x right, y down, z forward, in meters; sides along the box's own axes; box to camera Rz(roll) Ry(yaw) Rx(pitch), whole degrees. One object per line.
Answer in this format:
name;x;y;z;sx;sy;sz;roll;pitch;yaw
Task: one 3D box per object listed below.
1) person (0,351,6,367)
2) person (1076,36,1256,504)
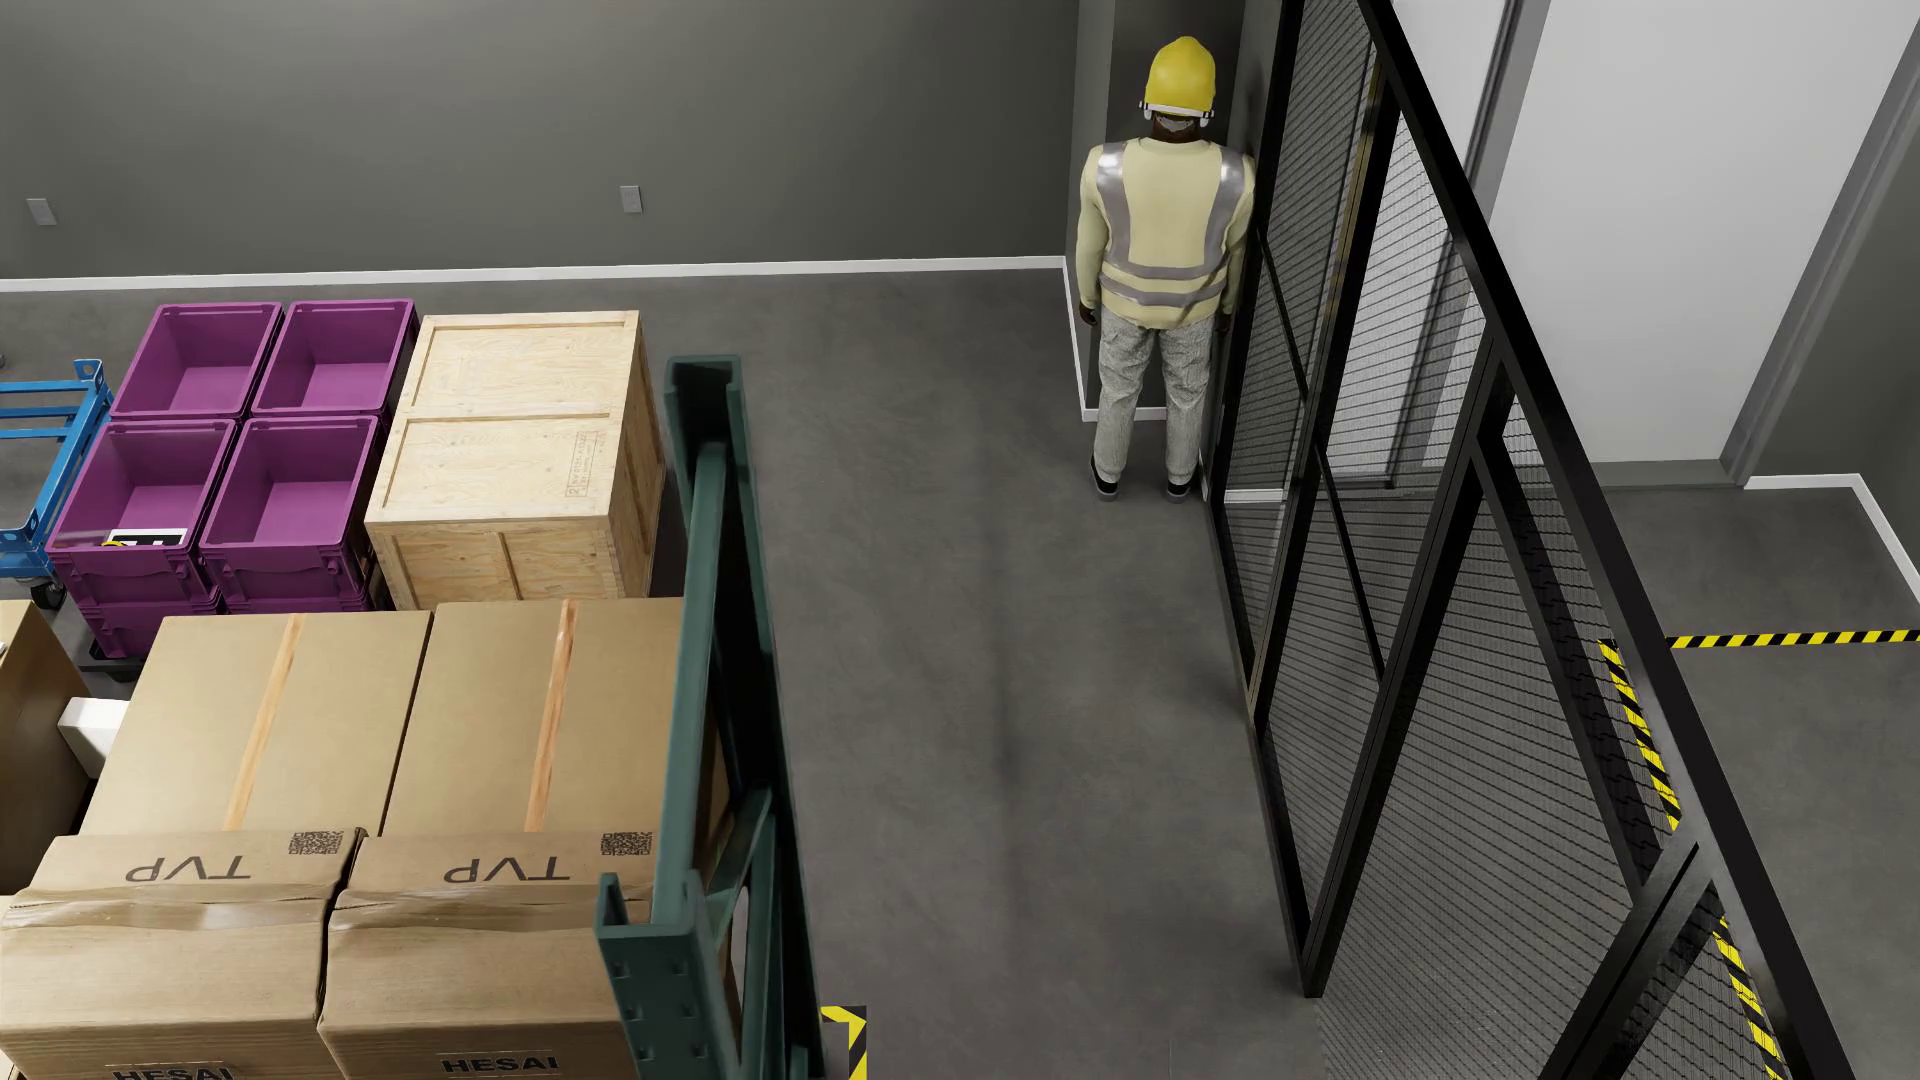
person;-4.038;-1.266;5.966;0.372;1.940;0.630;-4;46;-3
person;0.681;-0.854;5.643;0.590;1.833;0.404;4;46;3
